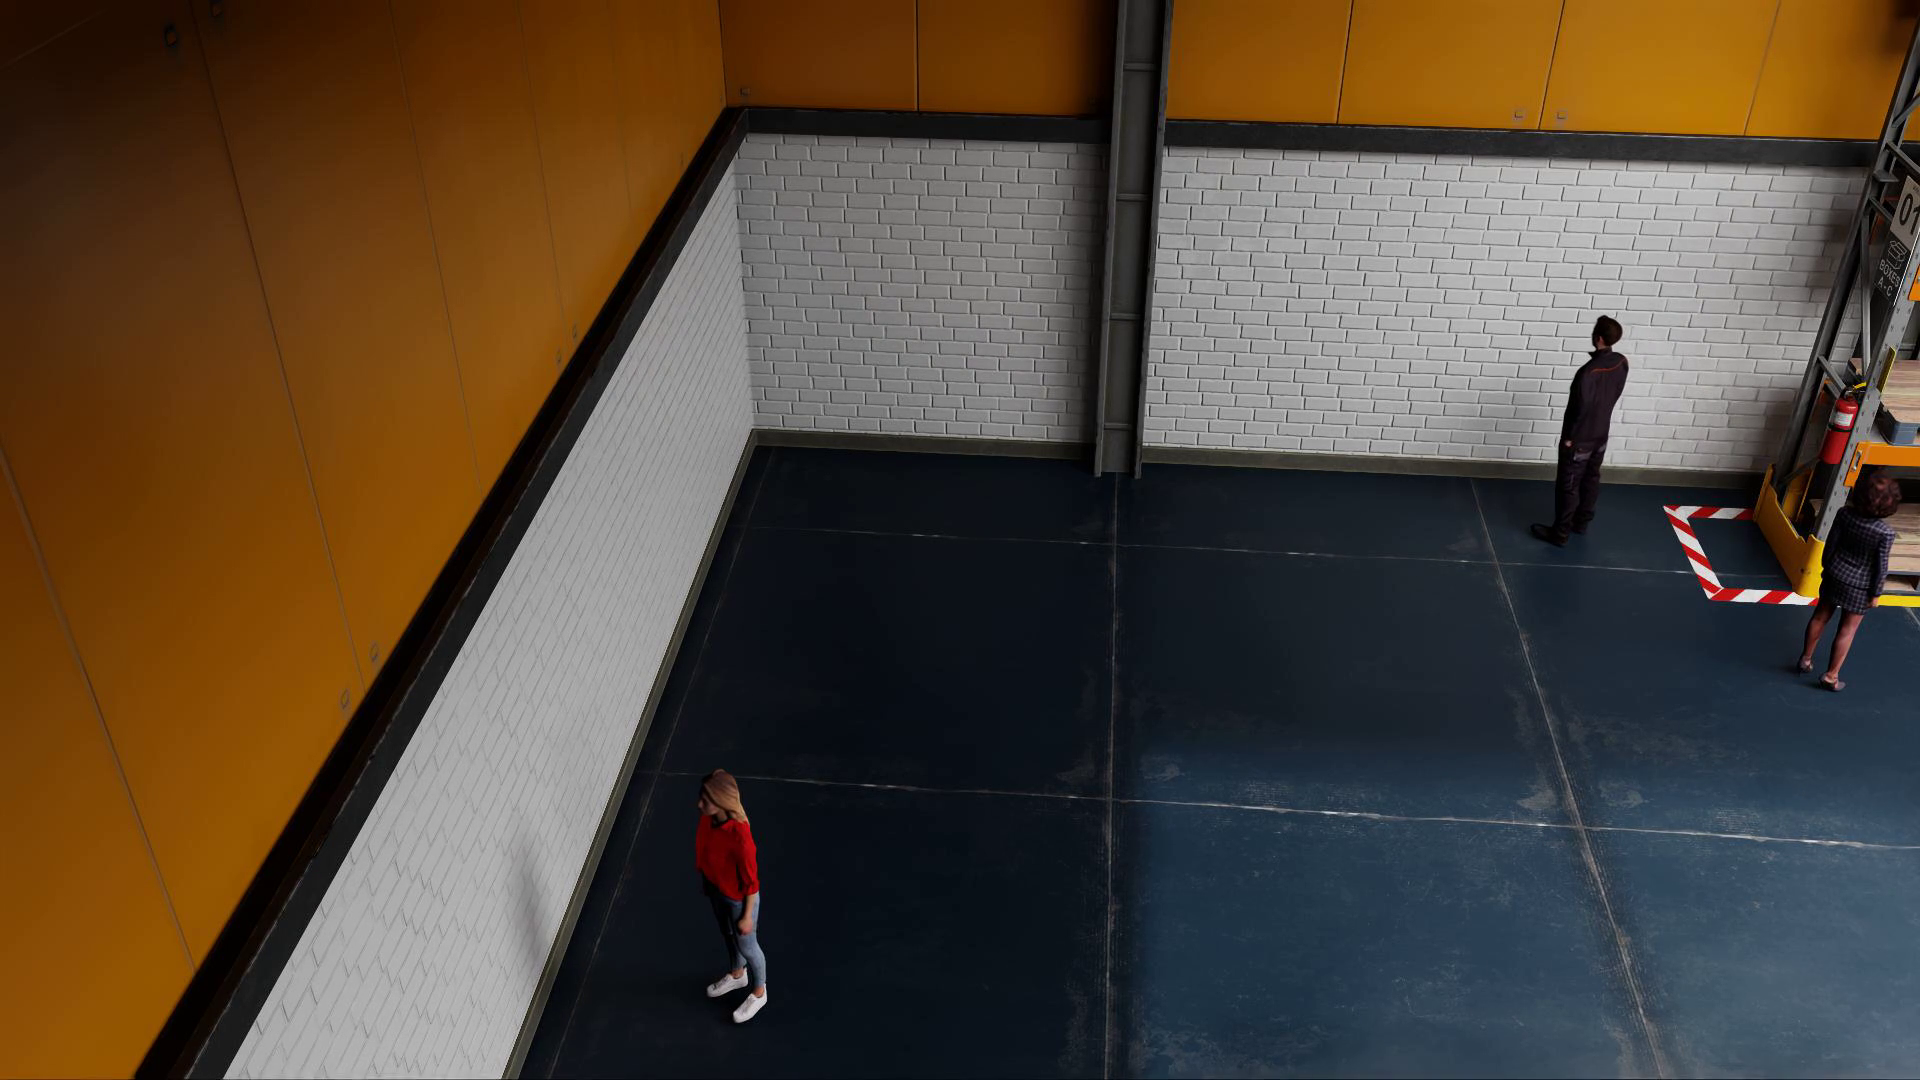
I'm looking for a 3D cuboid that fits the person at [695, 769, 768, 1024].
[{"bbox_3d":[-1.228,1.899,8.971,0.733,1.704,0.670,-25,41,-33],"label":"person"}]

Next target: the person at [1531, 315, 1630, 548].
[{"bbox_3d":[4.858,-0.849,12.919,0.748,1.911,0.832,-21,39,-29],"label":"person"}]

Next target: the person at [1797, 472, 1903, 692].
[{"bbox_3d":[6.087,0.292,11.391,0.724,1.702,0.701,-17,37,-23],"label":"person"}]
